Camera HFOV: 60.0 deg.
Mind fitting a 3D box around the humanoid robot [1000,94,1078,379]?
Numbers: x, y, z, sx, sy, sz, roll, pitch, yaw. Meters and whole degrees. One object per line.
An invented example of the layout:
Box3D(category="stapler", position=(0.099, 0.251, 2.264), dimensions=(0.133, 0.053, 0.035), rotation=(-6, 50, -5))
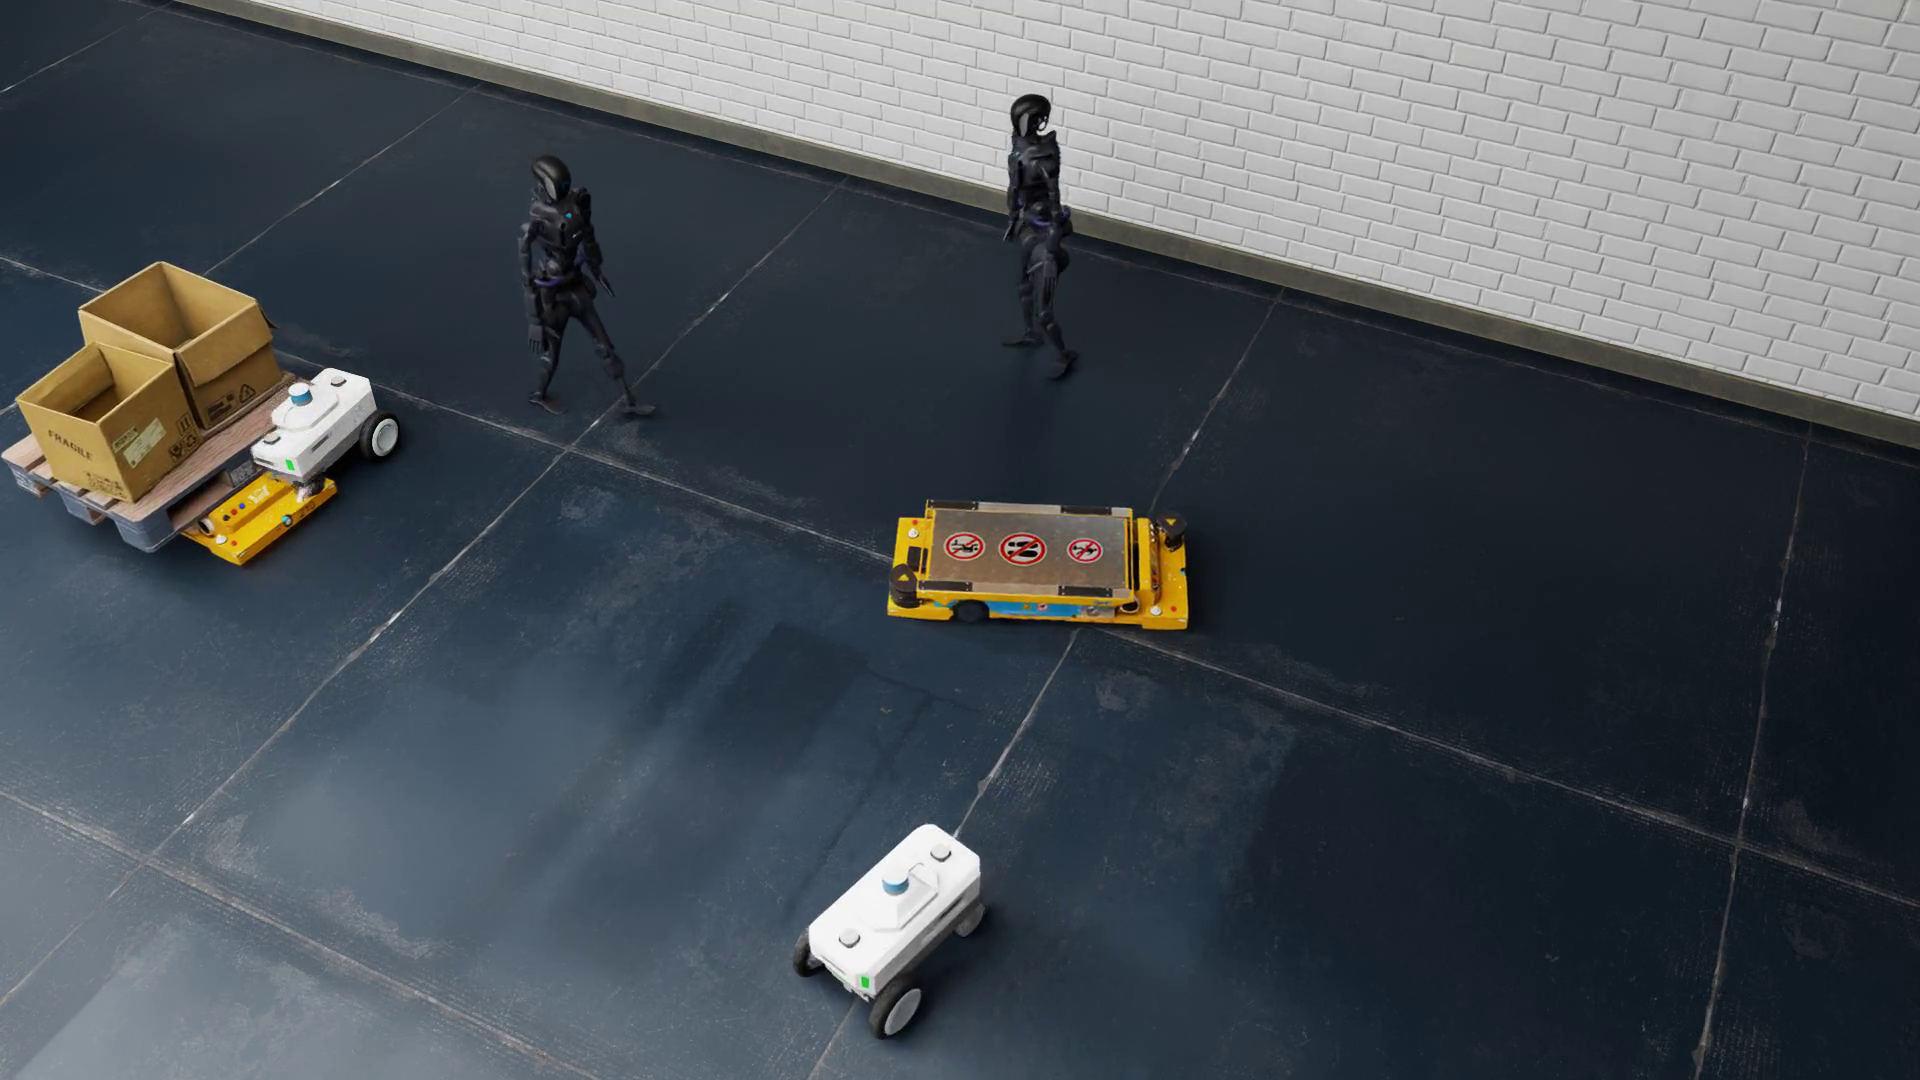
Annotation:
Box3D(category="humanoid robot", position=(0.447, -1.667, 9.016), dimensions=(0.377, 1.639, 0.596), rotation=(-16, 45, -17))

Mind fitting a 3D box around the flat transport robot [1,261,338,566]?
Box3D(category="flat transport robot", position=(-4.004, -0.365, 8.649), dimensions=(1.431, 0.231, 0.659), rotation=(22, 47, 22))

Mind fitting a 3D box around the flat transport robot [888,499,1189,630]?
Box3D(category="flat transport robot", position=(0.387, 0.121, 8.125), dimensions=(1.431, 0.231, 0.659), rotation=(2, 43, 3))

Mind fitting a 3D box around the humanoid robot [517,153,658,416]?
Box3D(category="humanoid robot", position=(-2.032, -1.285, 8.630), dimensions=(0.749, 1.621, 0.608), rotation=(21, 47, 21))

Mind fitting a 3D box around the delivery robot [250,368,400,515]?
Box3D(category="delivery robot", position=(-3.347, -0.560, 8.655), dimensions=(0.499, 0.603, 0.794), rotation=(16, 45, 17))

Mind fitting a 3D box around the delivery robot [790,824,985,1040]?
Box3D(category="delivery robot", position=(-0.256, 1.484, 6.452), dimensions=(0.499, 0.606, 0.807), rotation=(31, 51, 29))
